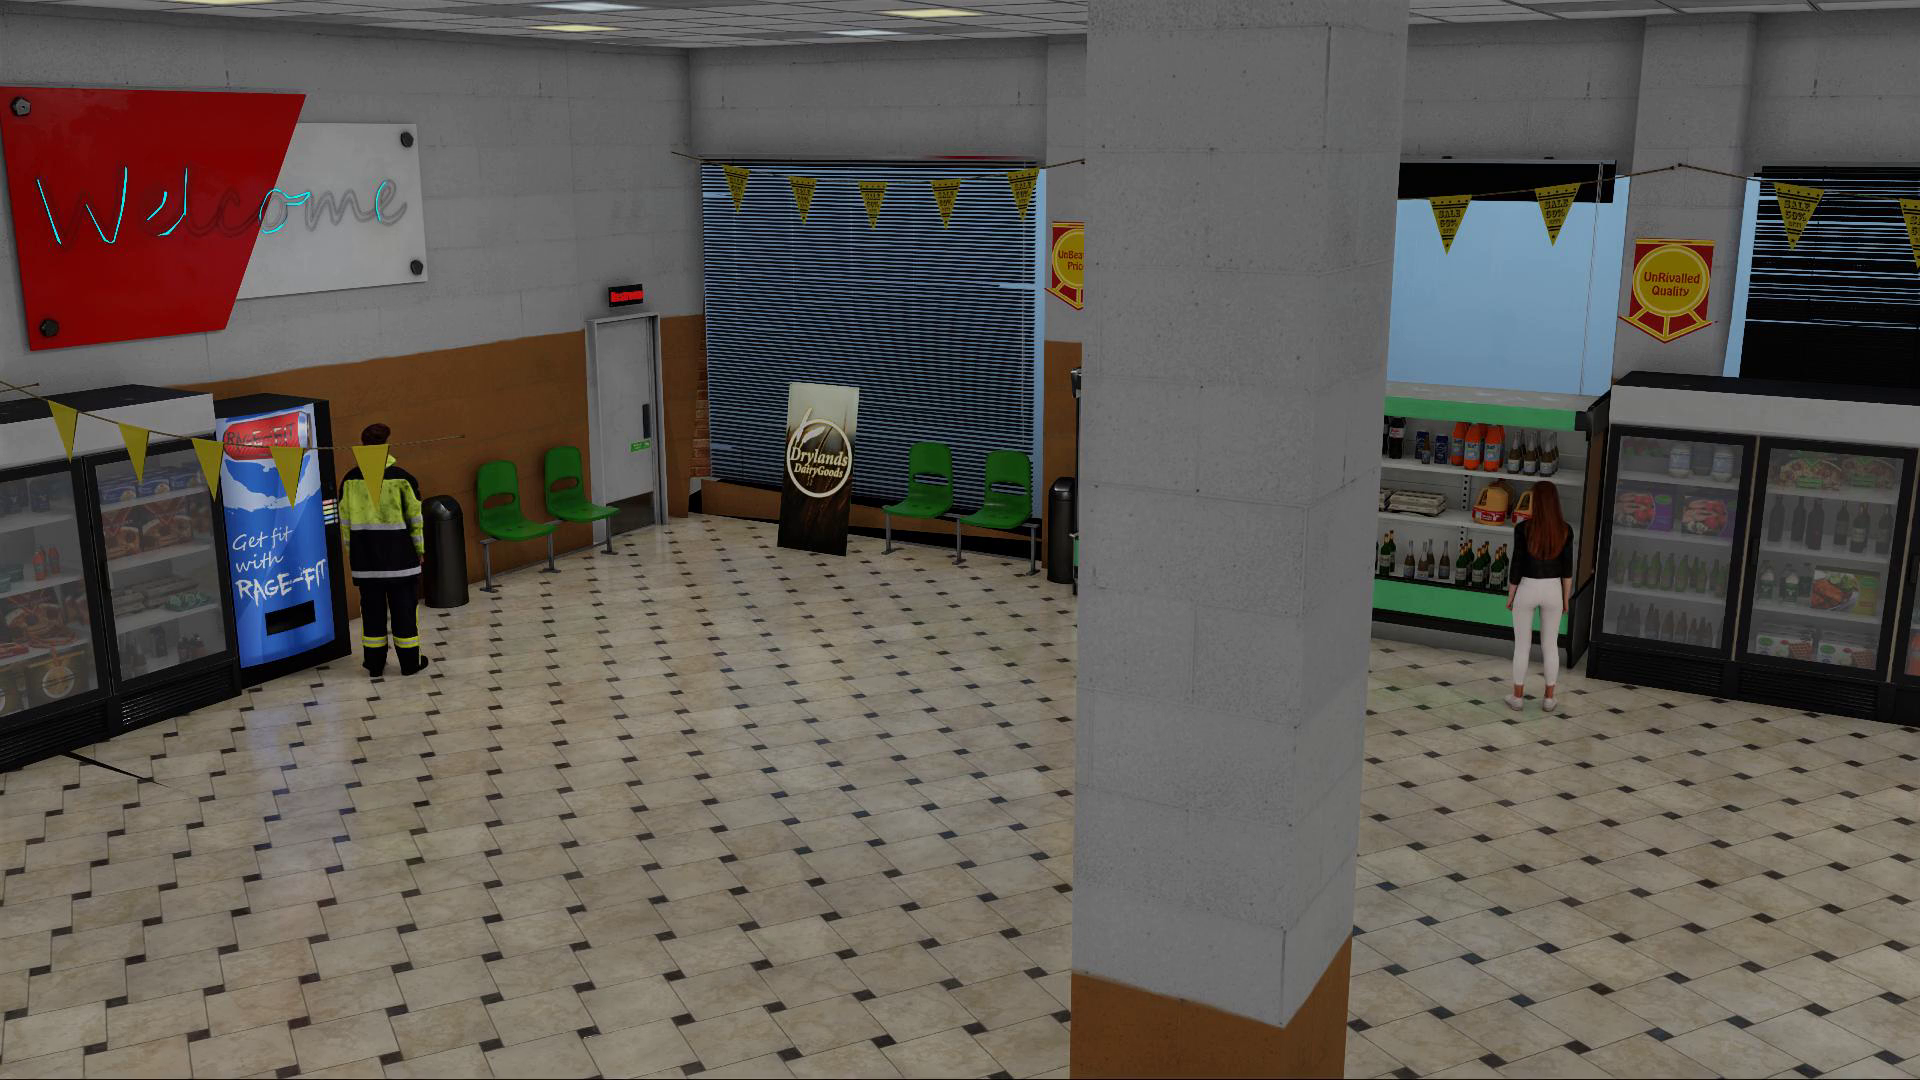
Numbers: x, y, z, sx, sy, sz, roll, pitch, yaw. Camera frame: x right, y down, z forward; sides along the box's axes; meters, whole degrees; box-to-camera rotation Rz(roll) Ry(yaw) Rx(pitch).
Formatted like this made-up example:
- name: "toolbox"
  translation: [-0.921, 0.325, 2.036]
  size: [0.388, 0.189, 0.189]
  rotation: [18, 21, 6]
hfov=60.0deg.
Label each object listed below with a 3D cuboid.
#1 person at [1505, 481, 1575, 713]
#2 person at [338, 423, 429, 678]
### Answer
- name: "person"
  translation: [4.216, 0.405, 12.119]
  size: [0.574, 1.702, 0.723]
  rotation: [2, 14, 10]
- name: "person"
  translation: [-4.470, 0.071, 12.901]
  size: [0.823, 1.982, 0.934]
  rotation: [-1, 14, -5]
